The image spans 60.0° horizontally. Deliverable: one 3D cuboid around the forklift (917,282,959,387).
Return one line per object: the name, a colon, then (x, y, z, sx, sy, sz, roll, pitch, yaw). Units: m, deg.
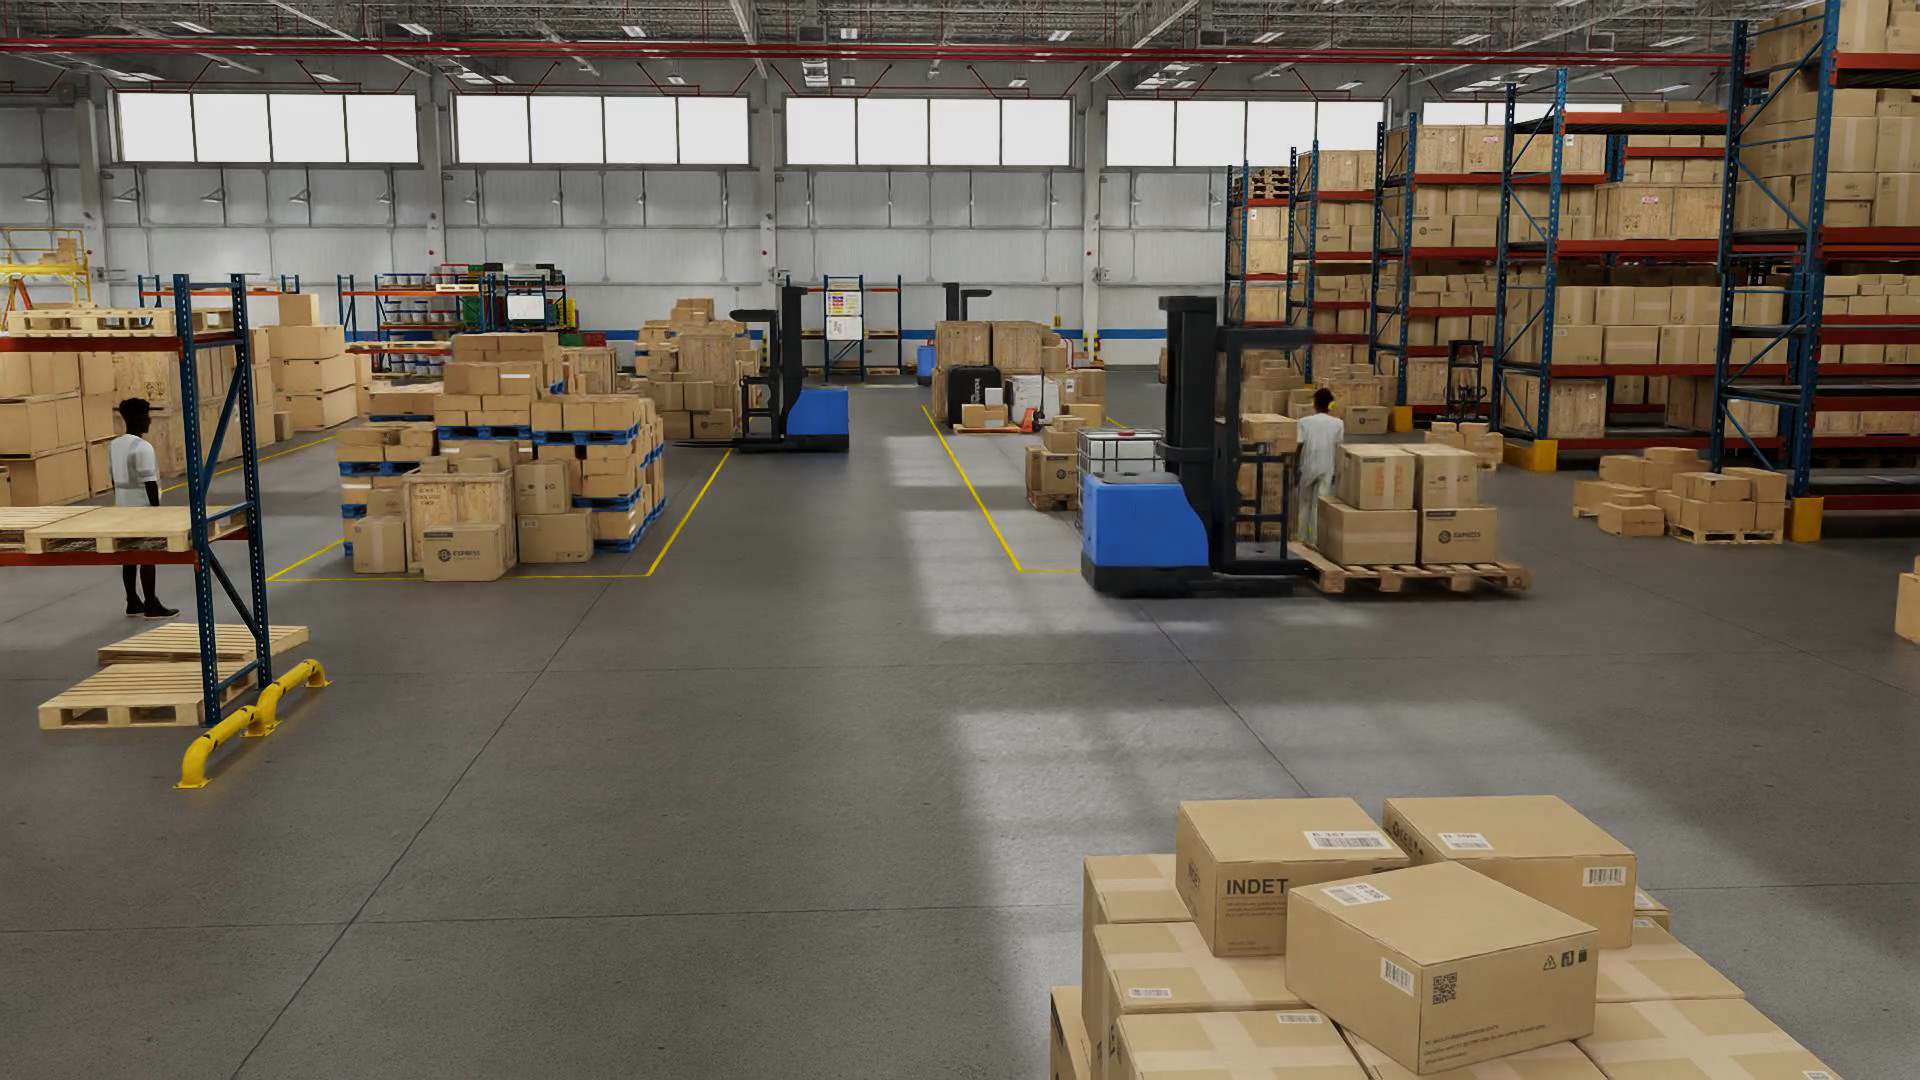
forklift: (-0.217, -5.567, 44.984, 1.873, 2.768, 1.129, -1, 9, -4)

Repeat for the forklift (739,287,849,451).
forklift: (-2.857, -2.959, 28.607, 1.873, 2.768, 1.129, -1, 9, -4)

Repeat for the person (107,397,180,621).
person: (-7.193, -0.272, 14.598, 0.611, 1.965, 0.362, 6, 11, 33)

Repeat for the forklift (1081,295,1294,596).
forklift: (2.159, -0.931, 15.873, 1.873, 2.768, 1.129, -1, 9, -4)

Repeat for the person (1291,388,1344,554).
person: (3.820, -0.704, 17.779, 0.514, 1.812, 0.987, 2, 9, 15)

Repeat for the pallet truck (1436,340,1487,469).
pallet truck: (8.004, -2.170, 26.422, 0.823, 1.965, 1.885, 2, 9, 14)

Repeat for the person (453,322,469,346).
person: (-11.754, -4.247, 39.734, 0.655, 1.906, 0.900, 8, 12, 41)
